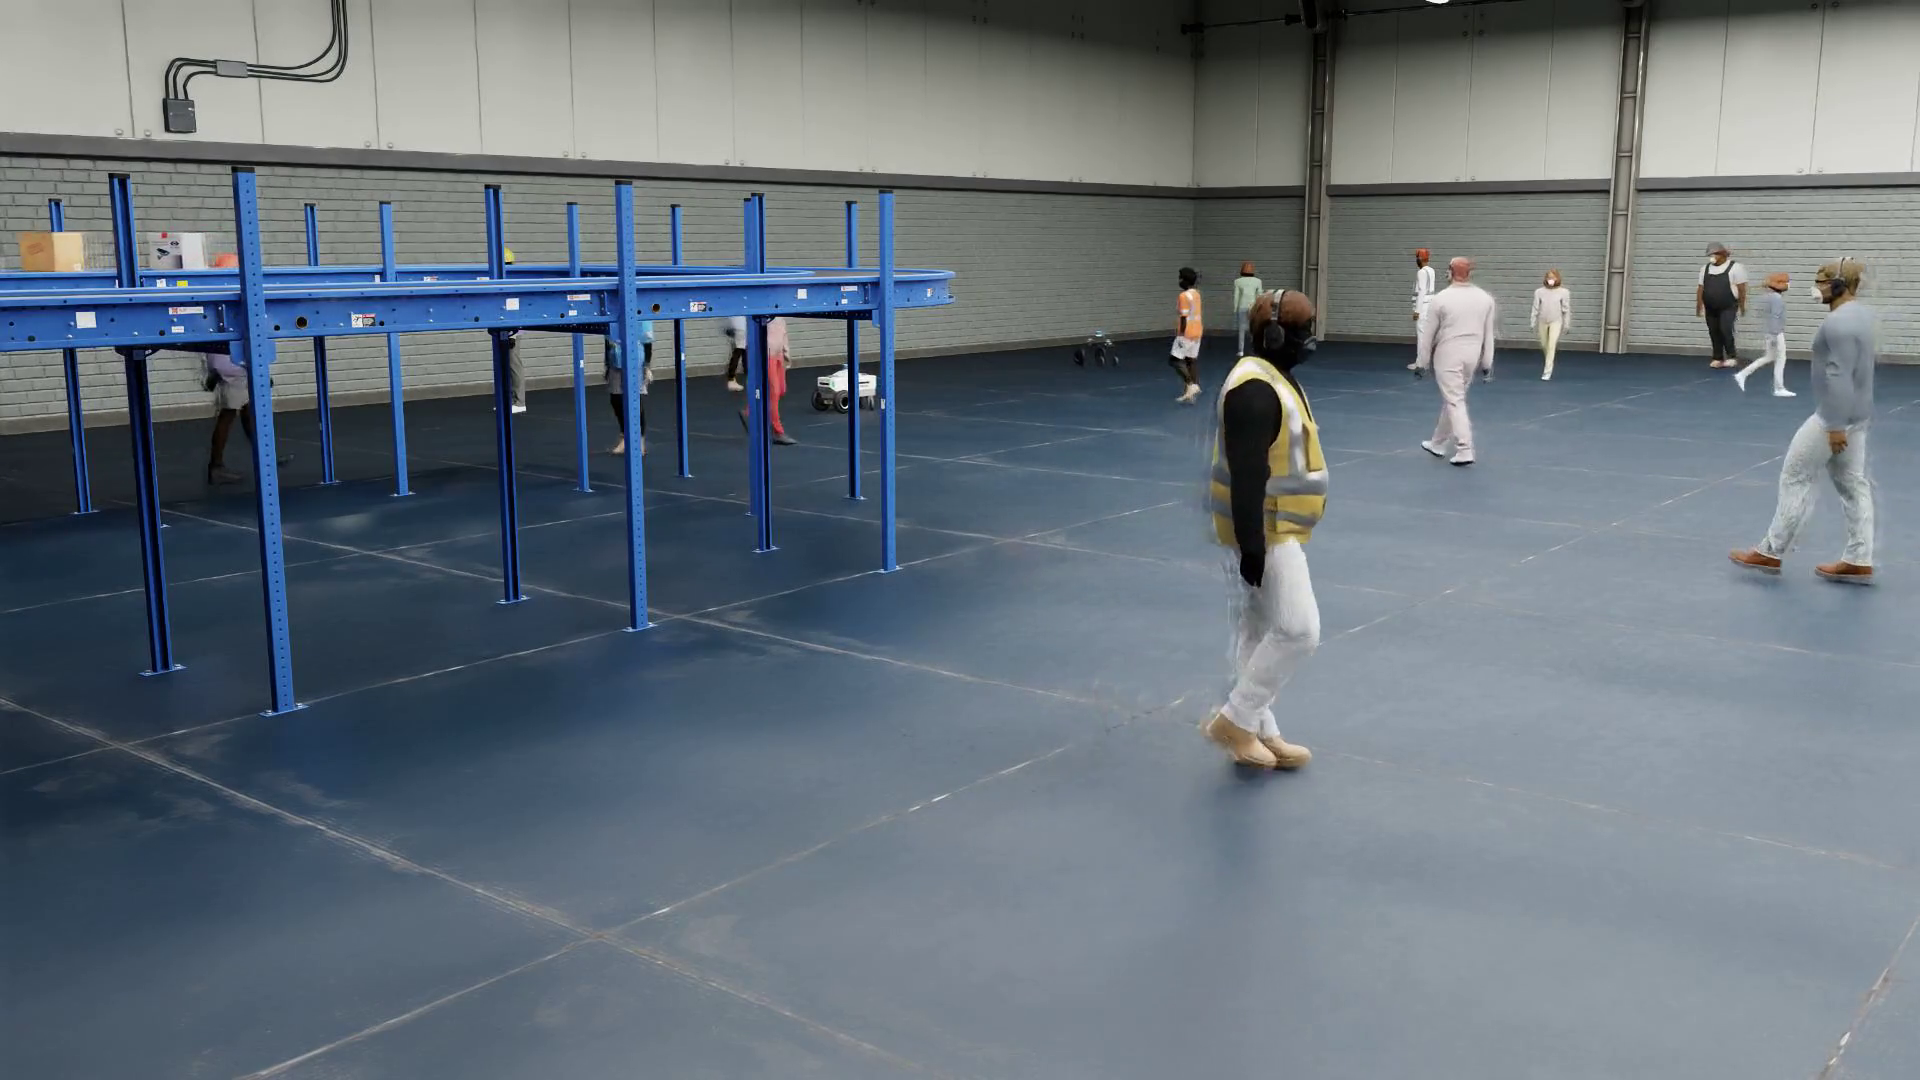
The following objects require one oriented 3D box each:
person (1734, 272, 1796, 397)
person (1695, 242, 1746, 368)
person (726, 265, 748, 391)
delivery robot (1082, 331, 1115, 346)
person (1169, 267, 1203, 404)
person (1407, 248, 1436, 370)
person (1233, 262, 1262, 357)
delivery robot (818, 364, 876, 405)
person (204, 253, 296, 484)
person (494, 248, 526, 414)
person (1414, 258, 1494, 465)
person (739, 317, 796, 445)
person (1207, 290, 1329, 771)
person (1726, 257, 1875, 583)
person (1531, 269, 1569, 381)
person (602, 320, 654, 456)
[{"bbox_3d":[10.556,-2.689,21.690,0.673,1.614,0.503,3,11,18],"label":"person"},{"bbox_3d":[12.026,-3.724,26.350,0.608,2.000,0.702,-7,13,-36],"label":"person"},{"bbox_3d":[-2.874,-2.859,22.435,0.740,1.662,0.552,-8,13,-36],"label":"person"},{"bbox_3d":[2.250,-3.280,27.028,0.335,0.223,0.698,-6,12,-29],"label":"delivery robot"},{"bbox_3d":[2.789,-2.513,20.489,0.368,1.684,0.556,5,12,27],"label":"person"},{"bbox_3d":[7.258,-3.624,26.108,0.355,1.886,0.572,6,12,31],"label":"person"},{"bbox_3d":[4.990,-4.006,28.924,0.503,1.632,0.271,0,10,-2],"label":"person"},{"bbox_3d":[-1.347,-1.854,19.845,0.707,0.478,0.477,-10,14,-43],"label":"delivery robot"},{"bbox_3d":[-6.025,-1.451,14.046,0.550,1.899,0.923,9,14,42],"label":"person"},{"bbox_3d":[-5.292,-2.446,19.465,0.367,1.927,0.587,-5,12,-28],"label":"person"},{"bbox_3d":[4.490,-1.639,15.189,0.669,1.851,0.989,-3,11,-17],"label":"person"},{"bbox_3d":[-1.939,-1.842,16.592,0.656,1.747,0.531,4,11,23],"label":"person"},{"bbox_3d":[1.178,-0.021,6.288,0.447,1.831,0.650,3,11,18],"label":"person"},{"bbox_3d":[5.078,-0.718,9.928,0.899,1.905,0.662,8,13,38],"label":"person"},{"bbox_3d":[8.633,-3.157,24.289,0.517,1.612,0.743,7,13,35],"label":"person"},{"bbox_3d":[-3.106,-1.638,15.679,0.568,1.692,0.451,5,11,26],"label":"person"}]
